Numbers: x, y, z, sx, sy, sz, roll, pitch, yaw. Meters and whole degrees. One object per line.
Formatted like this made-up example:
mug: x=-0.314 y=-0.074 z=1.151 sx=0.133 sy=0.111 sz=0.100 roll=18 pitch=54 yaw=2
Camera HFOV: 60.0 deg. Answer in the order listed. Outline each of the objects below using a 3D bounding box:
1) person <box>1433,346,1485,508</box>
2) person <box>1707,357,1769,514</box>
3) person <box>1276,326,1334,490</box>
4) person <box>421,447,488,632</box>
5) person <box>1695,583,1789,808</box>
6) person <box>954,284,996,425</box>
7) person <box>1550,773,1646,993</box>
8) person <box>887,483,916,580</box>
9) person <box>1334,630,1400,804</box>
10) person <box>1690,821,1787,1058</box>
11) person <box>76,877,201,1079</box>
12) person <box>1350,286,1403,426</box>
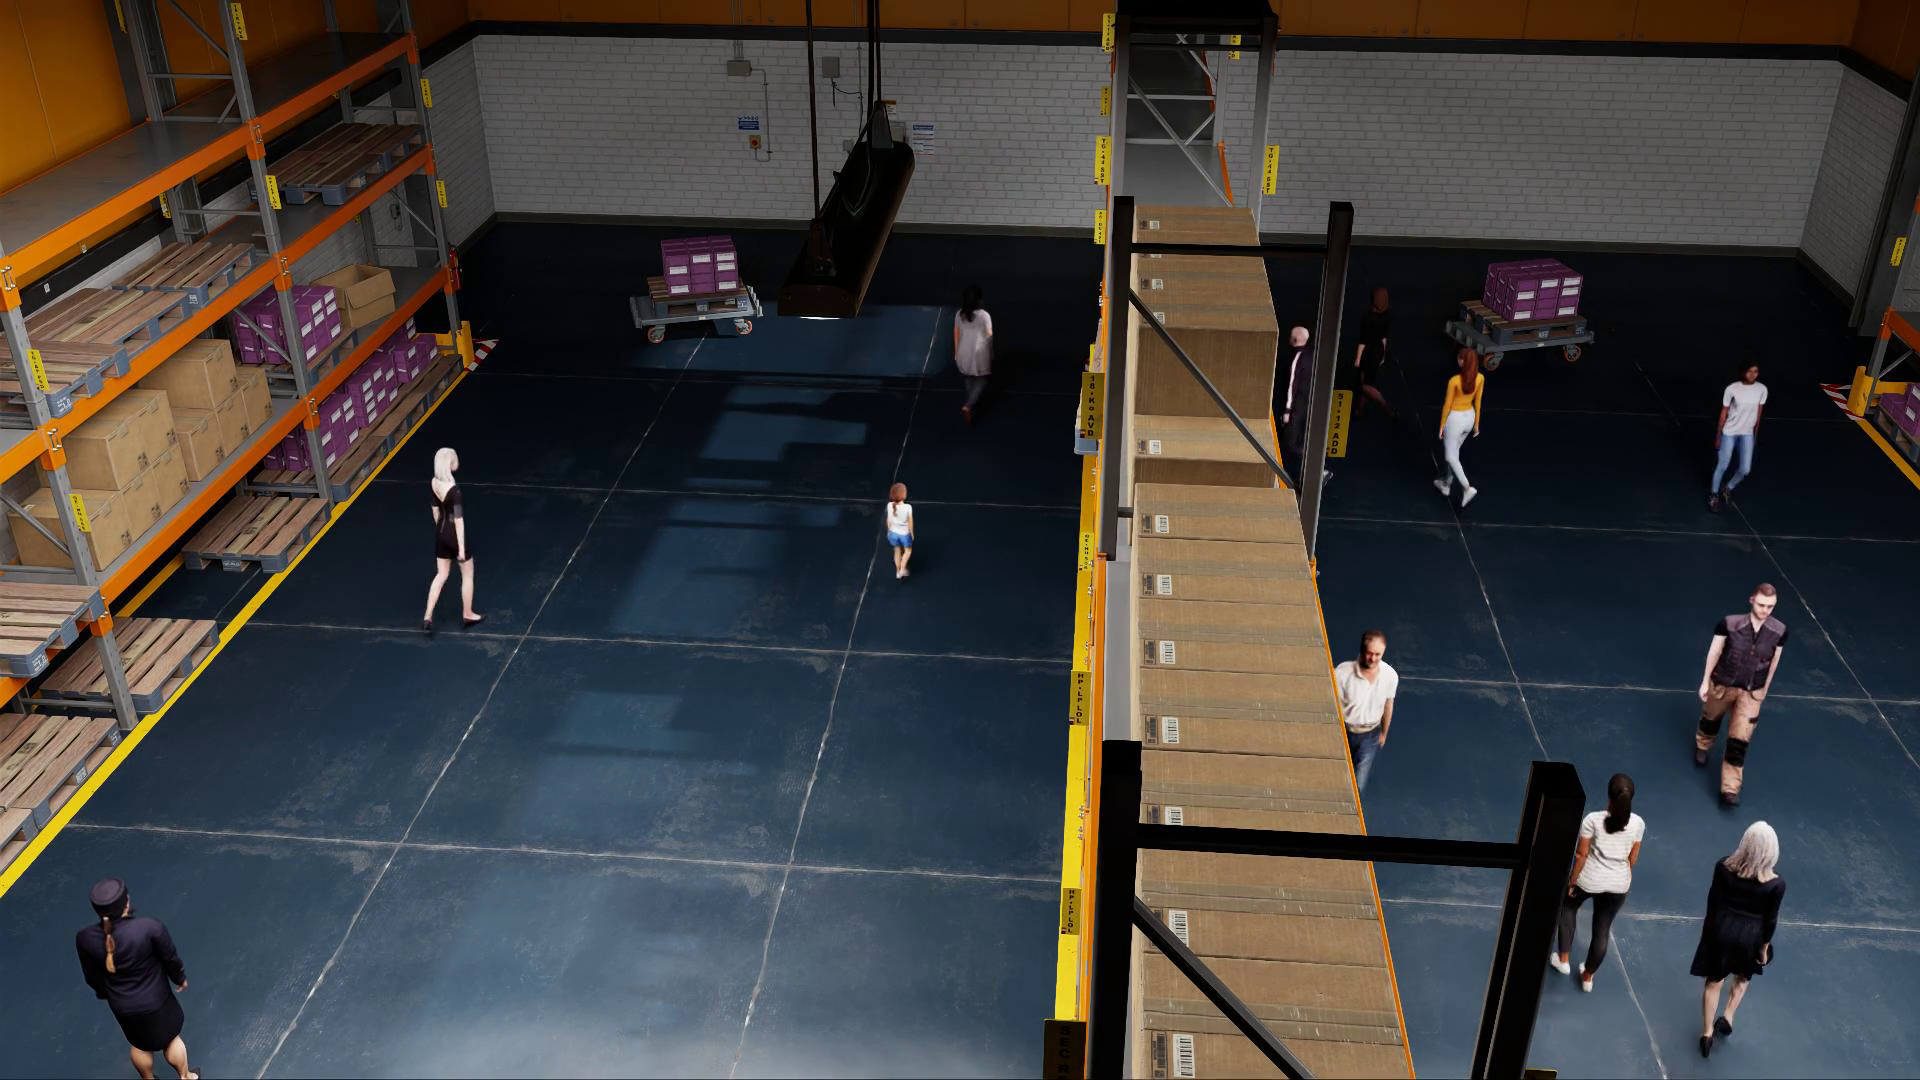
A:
person: x=5.205 y=-1.143 z=17.222 sx=0.860 sy=1.730 sz=1.118 roll=-7 pitch=29 yaw=-13
person: x=7.987 y=-1.108 z=17.178 sx=0.602 sy=1.711 sz=0.608 roll=2 pitch=29 yaw=3
person: x=3.593 y=-1.351 z=17.520 sx=1.044 sy=1.809 sz=1.192 roll=14 pitch=31 yaw=23
person: x=-4.637 y=0.035 z=14.981 sx=0.839 sy=1.808 sz=0.973 roll=16 pitch=32 yaw=27
person: x=6.071 y=1.097 z=13.055 sx=0.905 sy=1.788 sz=1.243 roll=10 pitch=30 yaw=17
person: x=0.139 y=-2.129 z=19.179 sx=0.857 sy=1.588 sz=1.040 roll=14 pitch=32 yaw=24
person: x=4.255 y=2.316 z=10.988 sx=0.588 sy=1.627 sz=0.604 roll=5 pitch=29 yaw=9
person: x=-0.588 y=-0.070 z=15.997 sx=0.470 sy=1.018 sz=0.488 roll=10 pitch=30 yaw=17
person: x=2.946 y=1.402 z=12.445 sx=0.698 sy=1.837 sz=0.963 roll=4 pitch=29 yaw=7
person: x=4.842 y=2.552 z=10.441 sx=0.754 sy=1.737 sz=0.819 roll=17 pitch=33 yaw=28
person: x=-4.995 y=2.760 z=10.128 sx=0.768 sy=1.671 sz=0.742 roll=-7 pitch=29 yaw=-12
person: x=4.728 y=-2.031 z=18.896 sx=0.967 sy=1.686 sz=1.009 roll=-23 pitch=36 yaw=-35
